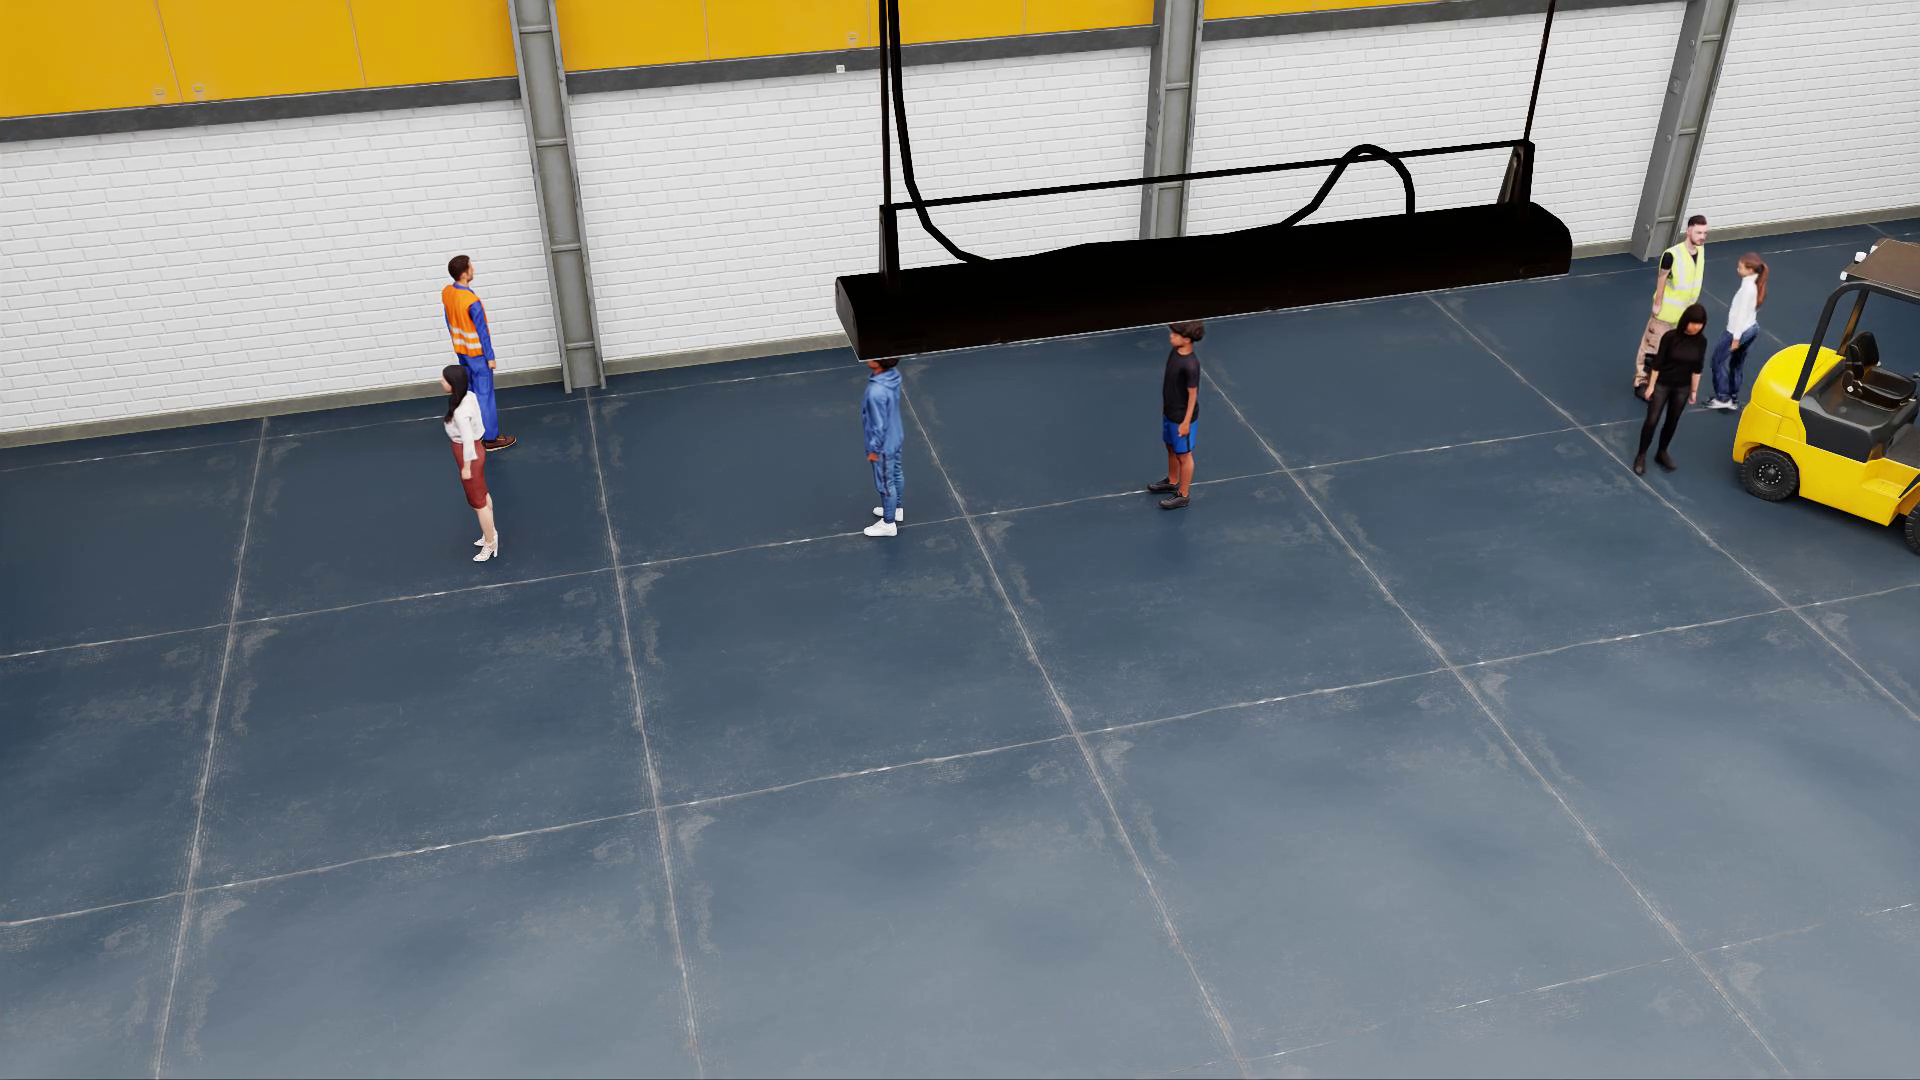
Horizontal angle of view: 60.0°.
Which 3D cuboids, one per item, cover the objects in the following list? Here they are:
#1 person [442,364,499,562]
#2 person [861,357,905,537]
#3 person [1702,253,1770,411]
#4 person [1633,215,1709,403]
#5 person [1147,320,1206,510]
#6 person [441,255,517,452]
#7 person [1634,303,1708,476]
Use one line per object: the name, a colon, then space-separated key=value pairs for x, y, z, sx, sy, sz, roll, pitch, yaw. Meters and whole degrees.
person: x=-3.956 y=-0.632 z=13.451 sx=0.524 sy=1.751 sz=0.605 roll=-6 pitch=34 yaw=-9
person: x=-0.622 y=-0.868 z=13.752 sx=0.756 sy=1.811 sz=0.759 roll=9 pitch=35 yaw=13
person: x=7.385 y=-1.913 z=15.572 sx=0.735 sy=1.538 sz=0.654 roll=22 pitch=40 yaw=30
person: x=6.762 y=-2.224 z=15.762 sx=0.769 sy=1.845 sz=0.857 roll=-20 pitch=39 yaw=-27
person: x=1.875 y=-1.102 z=14.118 sx=0.522 sy=1.796 sz=0.600 roll=-8 pitch=35 yaw=-12
person: x=-4.375 y=-1.690 z=14.943 sx=0.795 sy=1.862 sz=0.814 roll=25 pitch=41 yaw=32
person: x=6.277 y=-1.367 z=14.663 sx=0.618 sy=1.635 sz=0.731 roll=2 pitch=34 yaw=3
